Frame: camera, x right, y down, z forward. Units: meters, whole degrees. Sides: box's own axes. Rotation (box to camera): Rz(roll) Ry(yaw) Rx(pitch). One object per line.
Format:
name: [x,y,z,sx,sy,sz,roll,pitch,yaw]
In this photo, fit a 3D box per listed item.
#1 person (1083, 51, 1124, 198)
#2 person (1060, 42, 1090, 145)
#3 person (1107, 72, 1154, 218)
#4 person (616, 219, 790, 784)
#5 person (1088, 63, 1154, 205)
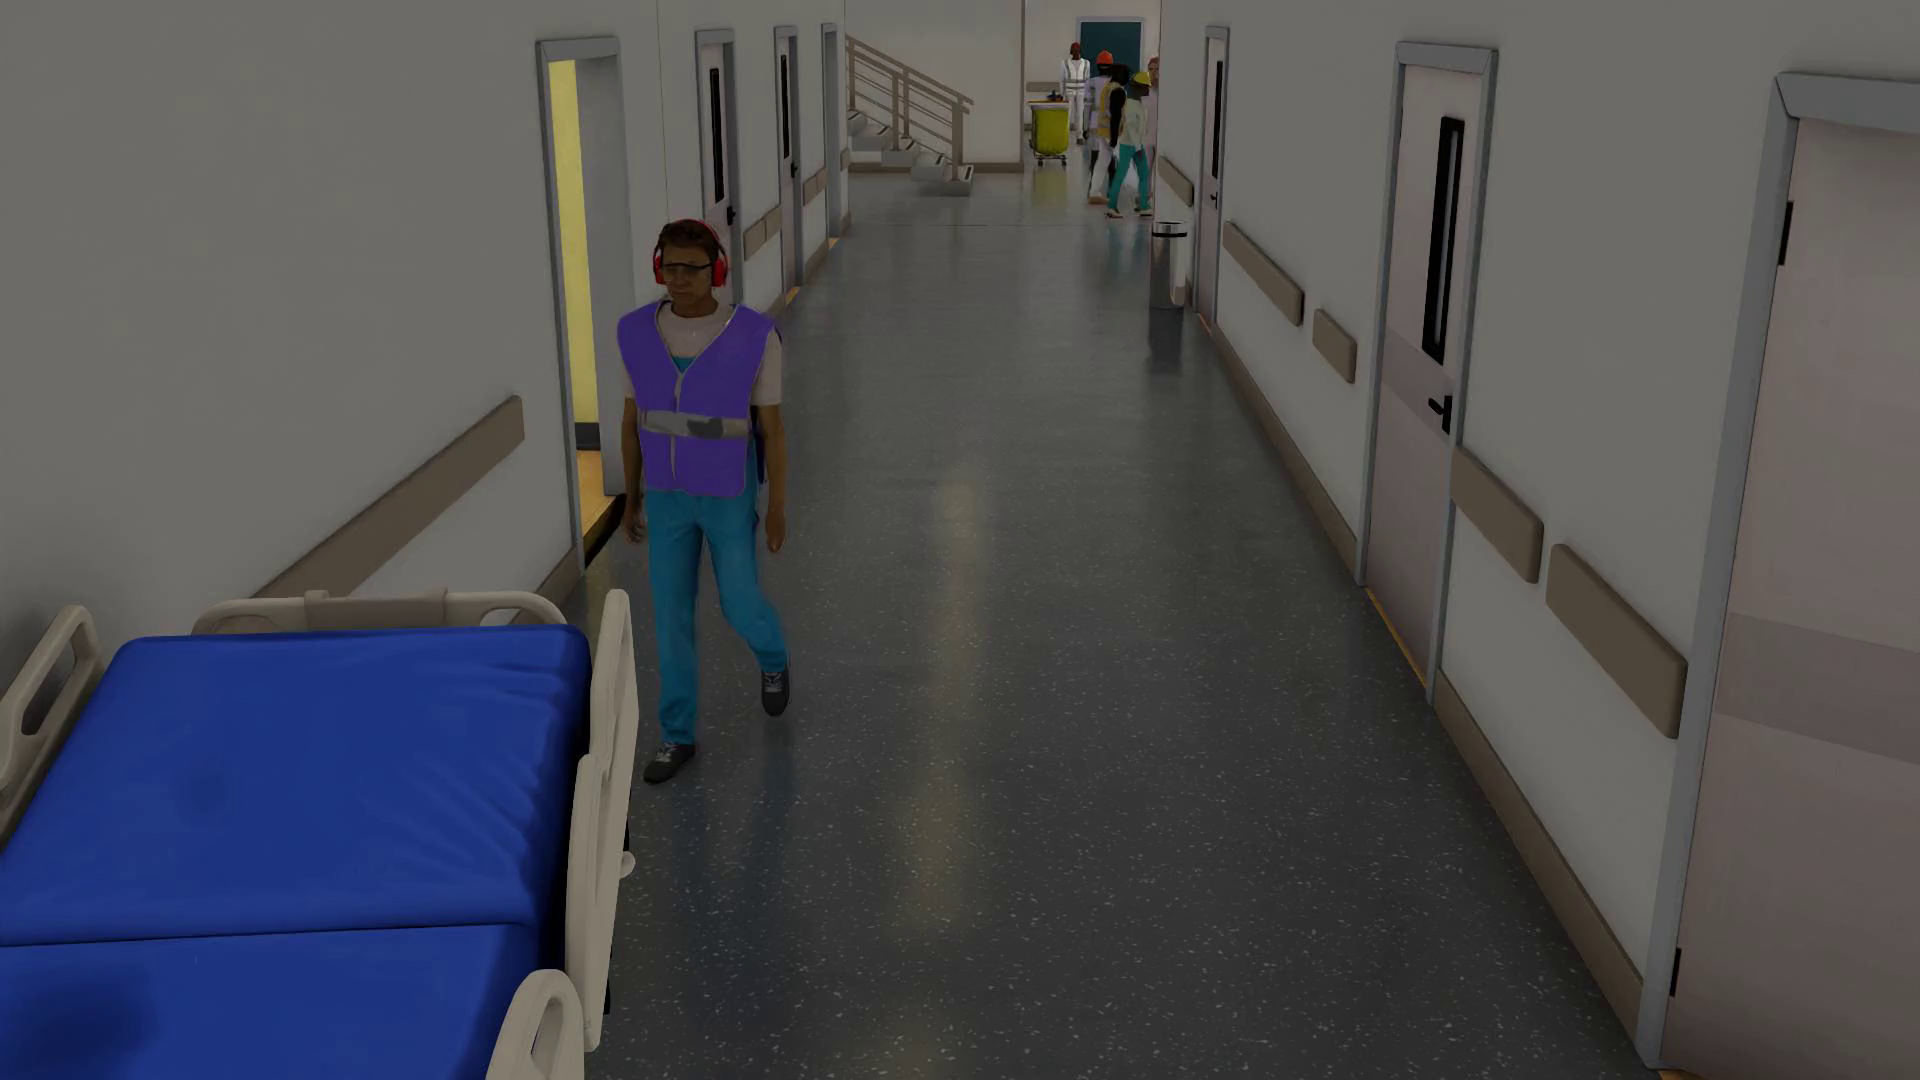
person: [1.927,-5.602,22.467,0.551,1.936,0.357,-1,18,-3]
person: [2.169,-8.414,31.391,0.585,1.882,0.340,-2,18,-7]
person: [2.121,-4.792,20.238,0.711,1.729,0.578,11,21,31]
person: [-0.853,-0.156,5.534,0.586,1.827,0.734,5,18,14]
person: [2.115,-5.276,21.677,0.947,1.792,0.636,-3,18,-10]
